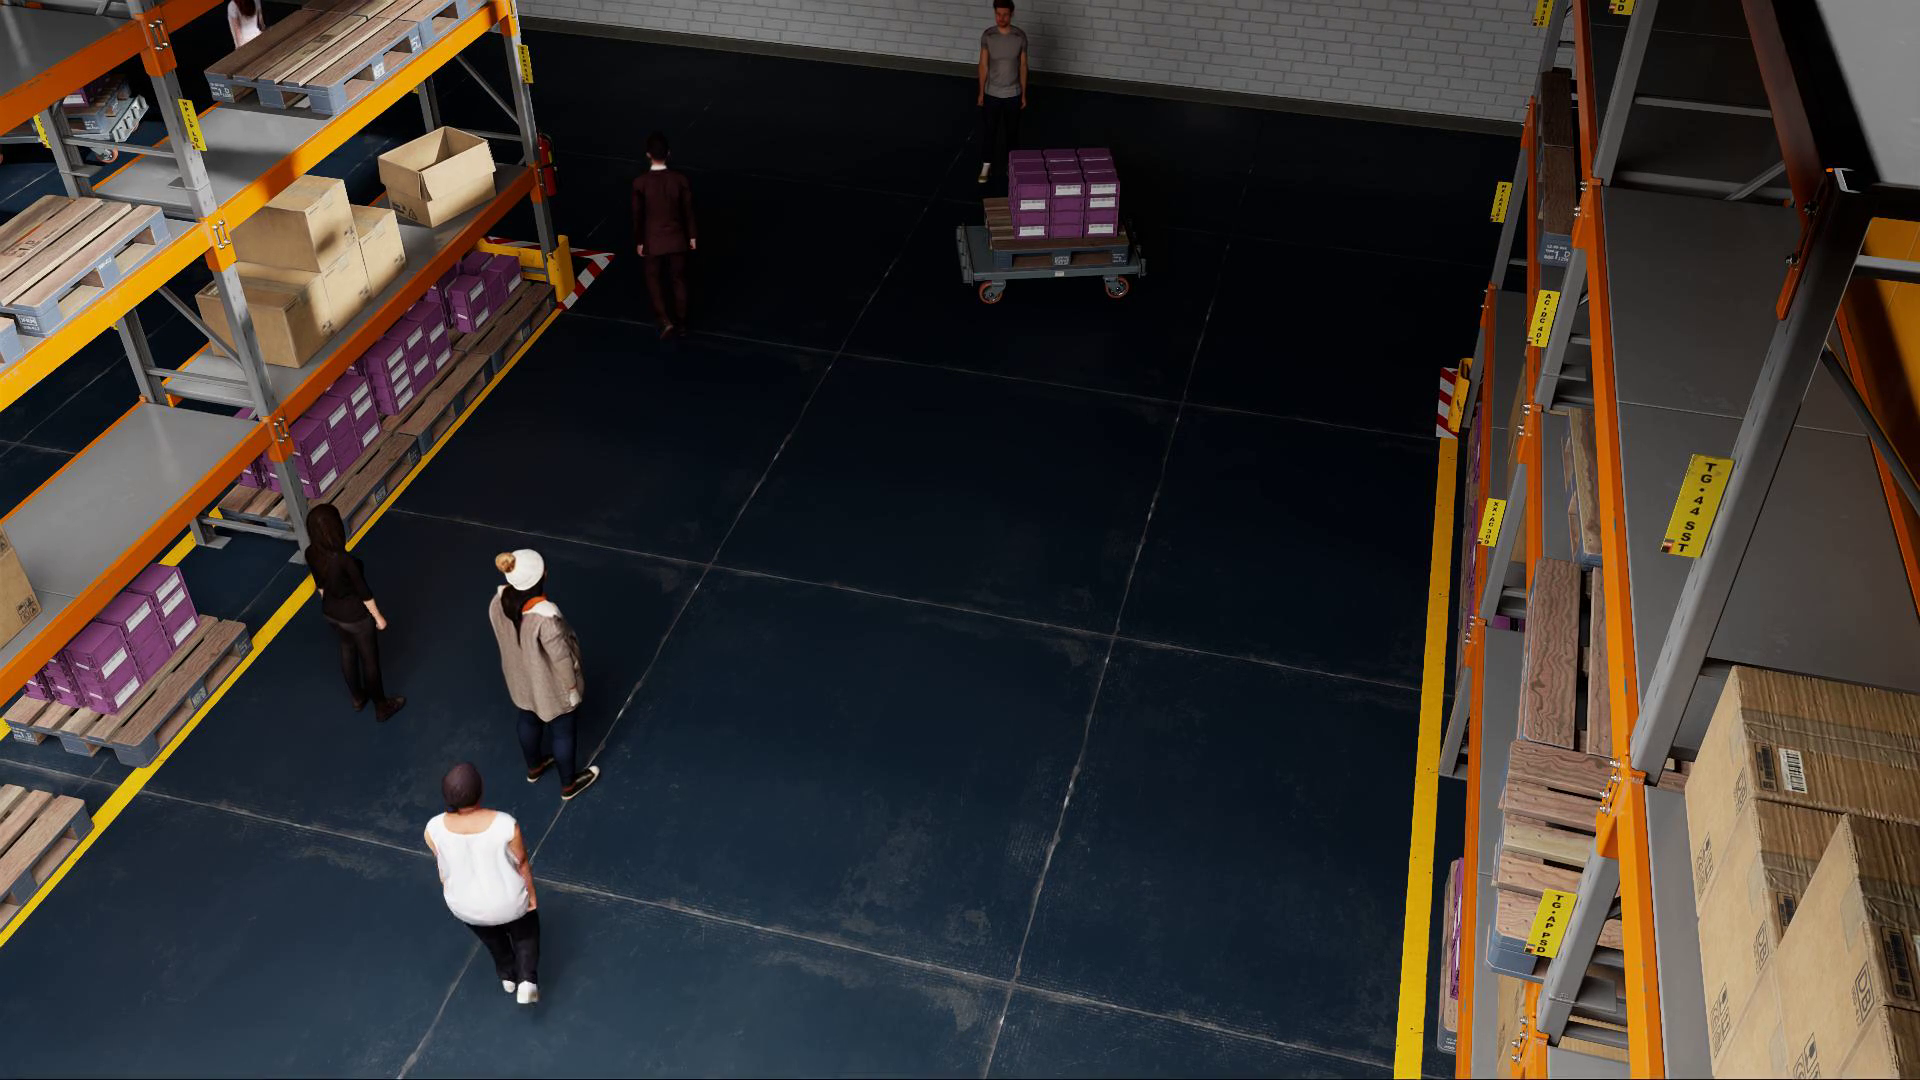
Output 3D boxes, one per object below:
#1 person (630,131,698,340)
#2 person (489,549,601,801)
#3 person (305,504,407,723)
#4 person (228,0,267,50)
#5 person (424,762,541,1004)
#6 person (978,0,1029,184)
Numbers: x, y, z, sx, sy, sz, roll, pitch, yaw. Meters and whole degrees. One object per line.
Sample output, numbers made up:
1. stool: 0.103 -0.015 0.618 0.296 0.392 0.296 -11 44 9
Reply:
1. person: -2.468 -2.497 14.013 0.887 1.855 0.969 -9 39 -11
2. person: -2.517 0.785 9.876 0.773 1.891 0.769 22 43 25
3. person: -3.848 0.478 10.459 0.614 1.642 0.548 16 41 19
4. person: -7.278 -5.042 17.309 0.772 1.719 0.759 20 43 23
5. person: -2.477 1.858 8.705 0.773 1.675 0.850 -1 39 -1
6. person: 0.422 -4.439 16.414 0.680 1.895 0.606 2 39 3
